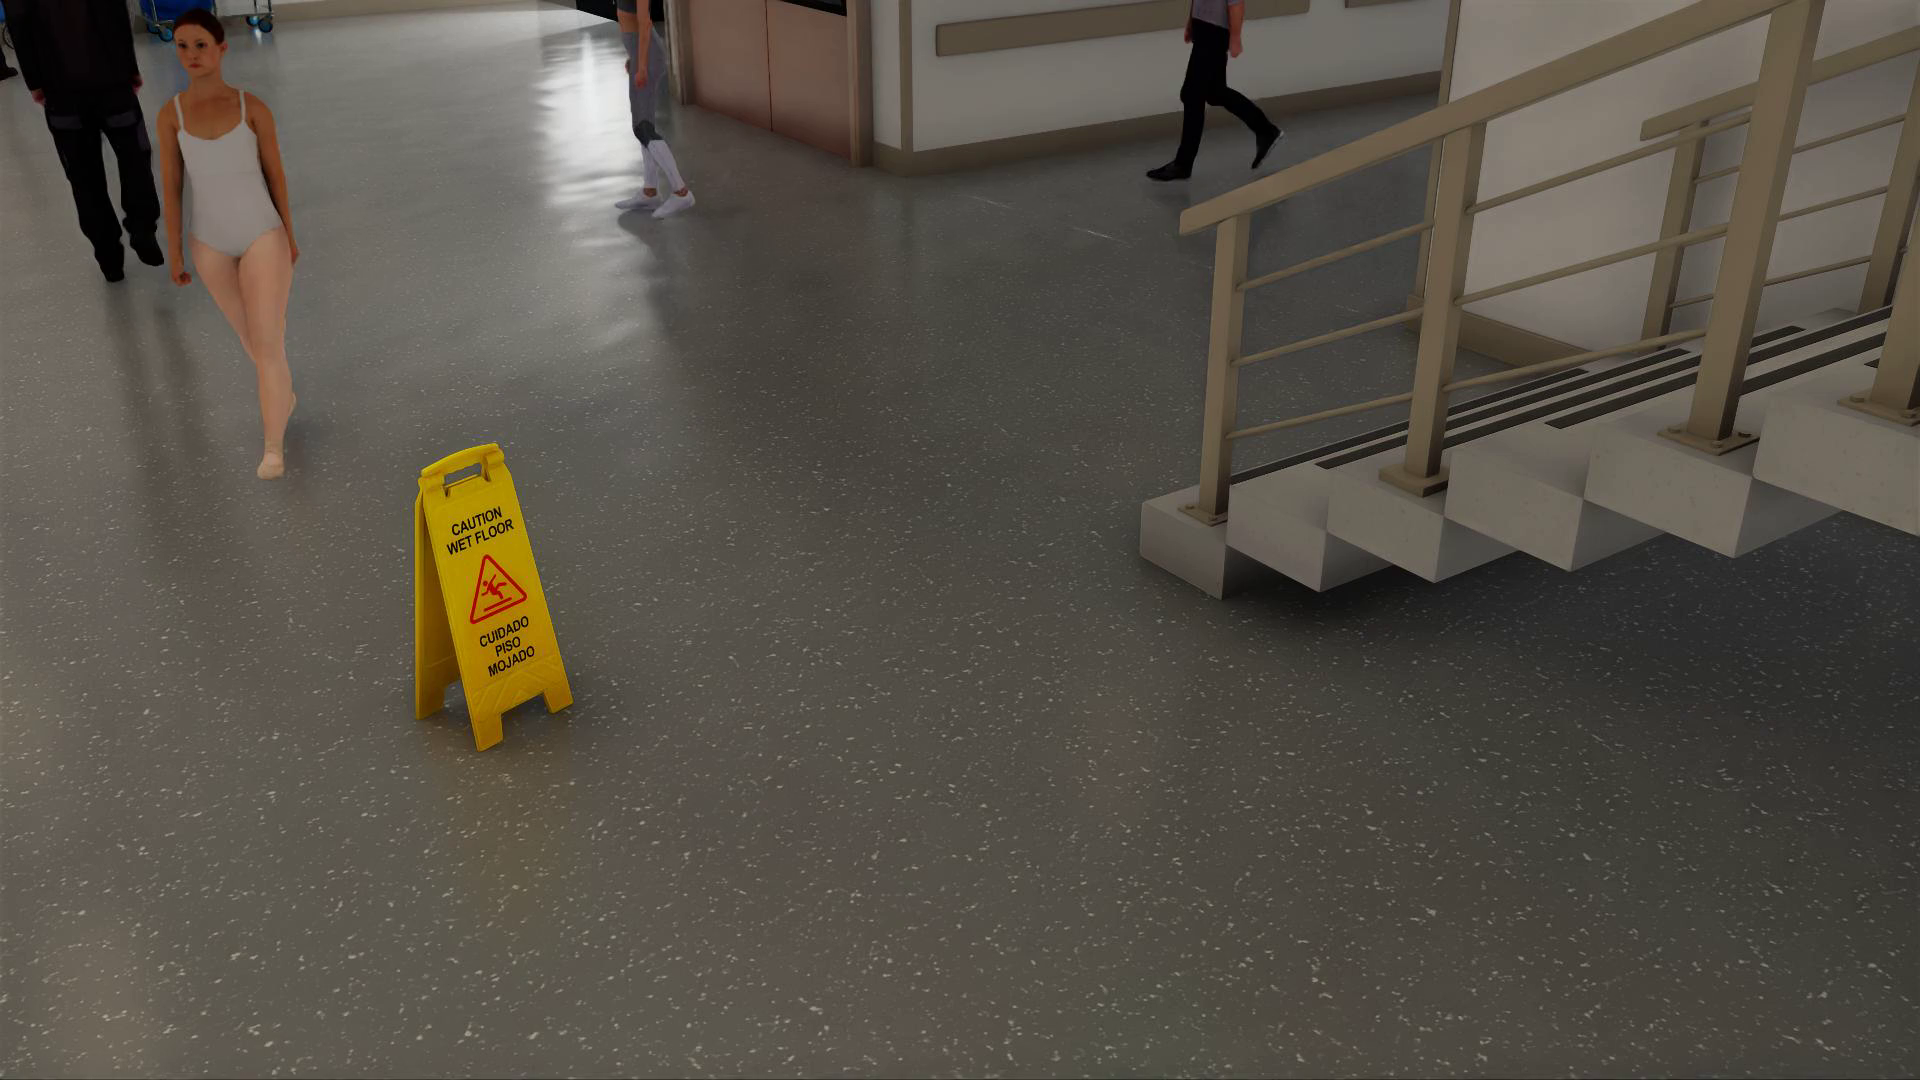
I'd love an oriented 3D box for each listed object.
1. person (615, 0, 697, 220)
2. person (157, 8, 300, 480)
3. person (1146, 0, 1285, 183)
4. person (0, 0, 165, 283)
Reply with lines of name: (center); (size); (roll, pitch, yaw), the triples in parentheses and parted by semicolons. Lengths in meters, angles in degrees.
person: (-1.721, -2.667, 9.249); (0.762, 1.705, 0.723); (-5, 26, -11)
person: (-2.622, -1.079, 6.084); (0.874, 1.593, 1.145); (-4, 26, -9)
person: (1.606, -3.053, 9.919); (1.068, 1.817, 1.170); (-4, 26, -7)
person: (-4.191, -2.173, 8.000); (0.723, 1.899, 0.781); (-14, 29, -26)
